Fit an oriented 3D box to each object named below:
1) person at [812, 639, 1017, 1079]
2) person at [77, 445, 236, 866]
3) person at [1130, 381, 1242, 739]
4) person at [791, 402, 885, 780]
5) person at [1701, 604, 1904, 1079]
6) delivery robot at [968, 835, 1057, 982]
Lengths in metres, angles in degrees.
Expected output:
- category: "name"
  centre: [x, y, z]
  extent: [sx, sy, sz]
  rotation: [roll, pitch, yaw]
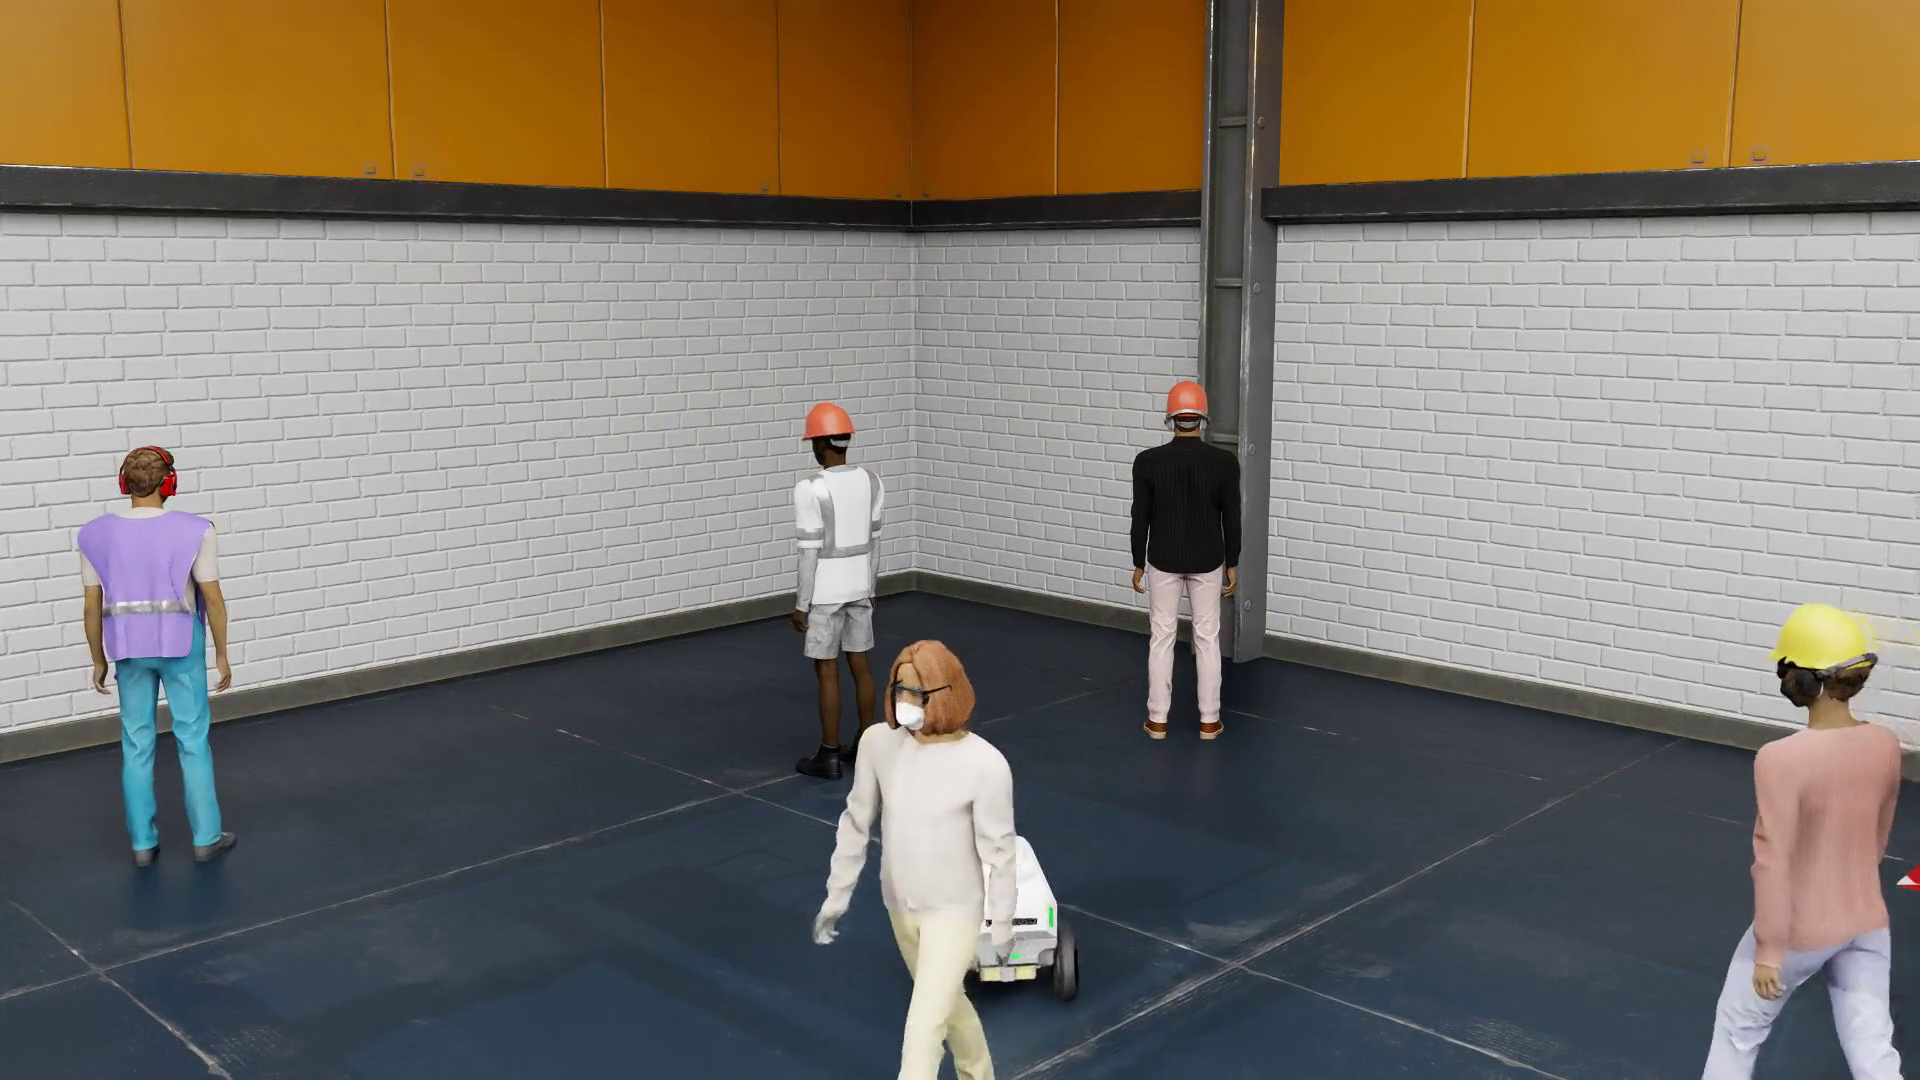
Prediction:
- category: "person"
  centre: [-0.100, 1.059, 4.713]
  extent: [0.513, 1.586, 0.879]
  rotation: [7, 12, 37]
- category: "person"
  centre: [-3.503, 0.514, 7.268]
  extent: [0.572, 1.840, 0.373]
  rotation: [-2, 9, -11]
- category: "person"
  centre: [1.248, 0.119, 9.214]
  extent: [0.613, 1.997, 0.374]
  rotation: [1, 9, 6]
- category: "person"
  centre: [-0.646, 0.260, 8.542]
  extent: [0.361, 1.935, 0.544]
  rotation: [9, 13, 44]
- category: "person"
  centre: [2.312, 1.023, 4.516]
  extent: [0.542, 1.715, 0.903]
  rotation: [-4, 10, -21]
- category: "delivery robot"
  centre: [0.139, 1.298, 6.112]
  extent: [0.477, 0.478, 0.707]
  rotation: [-1, 9, -6]
